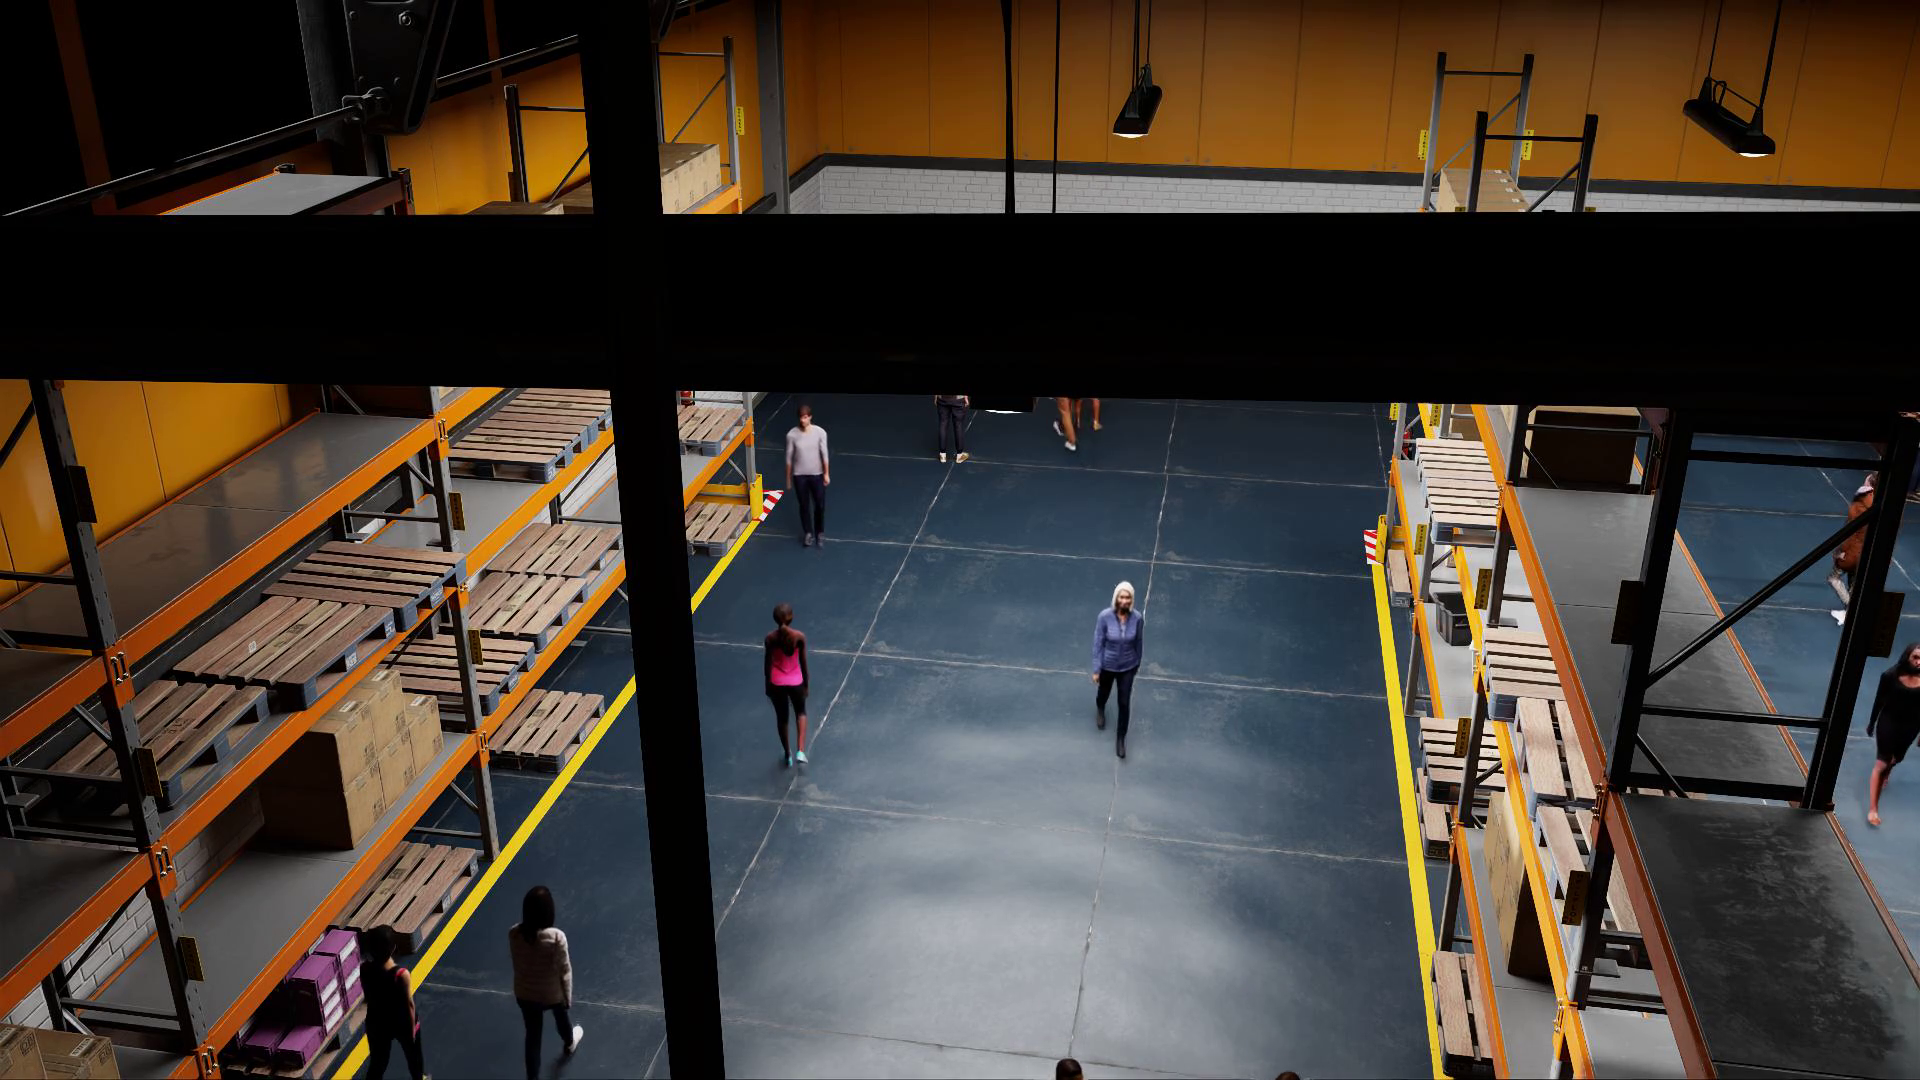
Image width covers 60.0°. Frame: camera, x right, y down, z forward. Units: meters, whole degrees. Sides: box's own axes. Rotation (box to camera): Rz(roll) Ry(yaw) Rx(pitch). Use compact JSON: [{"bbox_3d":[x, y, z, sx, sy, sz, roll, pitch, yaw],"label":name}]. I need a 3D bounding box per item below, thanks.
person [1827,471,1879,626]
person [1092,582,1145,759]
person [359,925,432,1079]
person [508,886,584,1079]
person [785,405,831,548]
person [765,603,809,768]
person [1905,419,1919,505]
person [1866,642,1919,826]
[{"bbox_3d":[9.938,0.151,18.314,0.872,1.823,0.941,-6,24,-13],"label":"person"},{"bbox_3d":[1.493,1.176,16.106,0.818,1.714,1.164,-1,24,-2],"label":"person"},{"bbox_3d":[-3.934,3.342,11.379,0.566,1.530,0.961,3,24,7],"label":"person"},{"bbox_3d":[-2.957,3.191,11.635,0.686,1.602,1.067,2,24,5],"label":"person"},{"bbox_3d":[-1.864,-0.825,20.540,0.745,1.829,0.727,-1,24,-1],"label":"person"},{"bbox_3d":[-1.617,1.406,15.582,0.684,1.713,0.798,-4,24,-9],"label":"person"},{"bbox_3d":[12.725,-1.451,21.872,0.809,1.908,0.677,10,25,21],"label":"person"},{"bbox_3d":[8.465,1.670,15.011,0.826,1.686,1.237,9,25,21],"label":"person"}]
